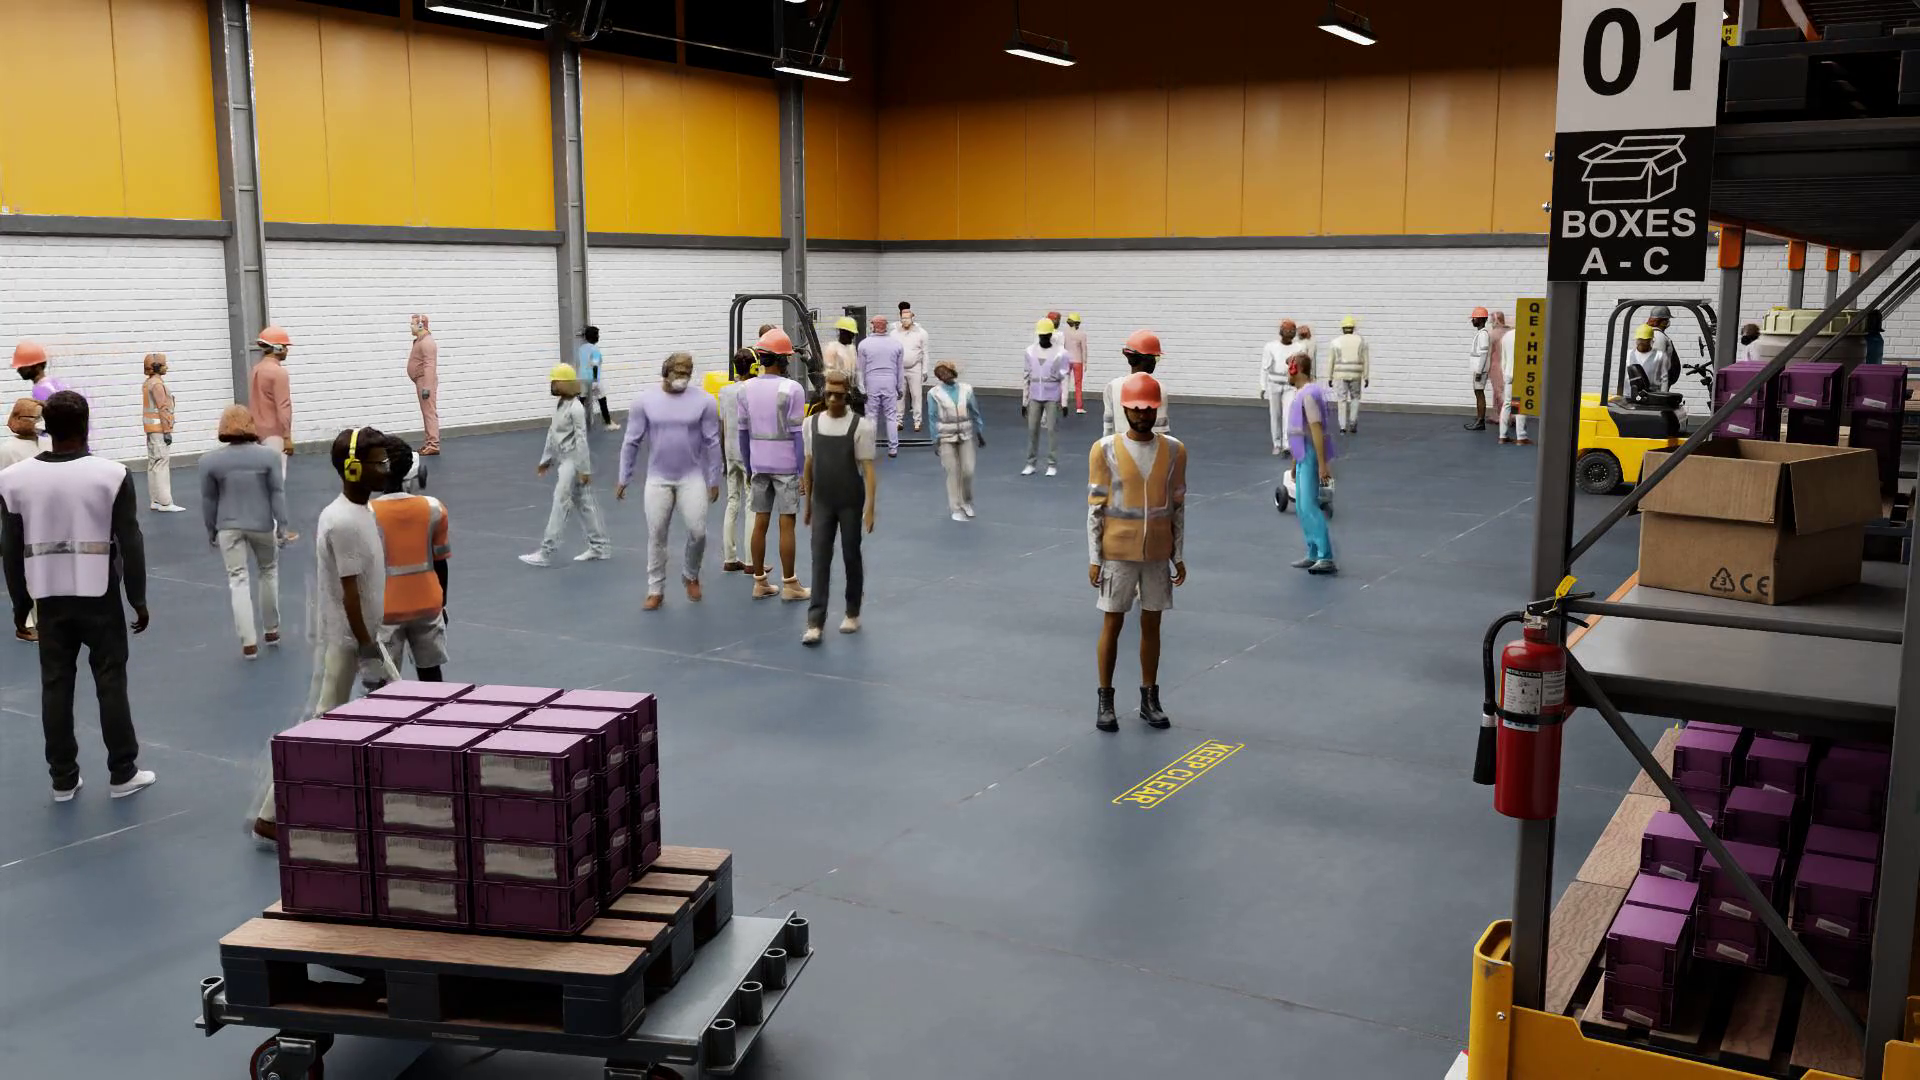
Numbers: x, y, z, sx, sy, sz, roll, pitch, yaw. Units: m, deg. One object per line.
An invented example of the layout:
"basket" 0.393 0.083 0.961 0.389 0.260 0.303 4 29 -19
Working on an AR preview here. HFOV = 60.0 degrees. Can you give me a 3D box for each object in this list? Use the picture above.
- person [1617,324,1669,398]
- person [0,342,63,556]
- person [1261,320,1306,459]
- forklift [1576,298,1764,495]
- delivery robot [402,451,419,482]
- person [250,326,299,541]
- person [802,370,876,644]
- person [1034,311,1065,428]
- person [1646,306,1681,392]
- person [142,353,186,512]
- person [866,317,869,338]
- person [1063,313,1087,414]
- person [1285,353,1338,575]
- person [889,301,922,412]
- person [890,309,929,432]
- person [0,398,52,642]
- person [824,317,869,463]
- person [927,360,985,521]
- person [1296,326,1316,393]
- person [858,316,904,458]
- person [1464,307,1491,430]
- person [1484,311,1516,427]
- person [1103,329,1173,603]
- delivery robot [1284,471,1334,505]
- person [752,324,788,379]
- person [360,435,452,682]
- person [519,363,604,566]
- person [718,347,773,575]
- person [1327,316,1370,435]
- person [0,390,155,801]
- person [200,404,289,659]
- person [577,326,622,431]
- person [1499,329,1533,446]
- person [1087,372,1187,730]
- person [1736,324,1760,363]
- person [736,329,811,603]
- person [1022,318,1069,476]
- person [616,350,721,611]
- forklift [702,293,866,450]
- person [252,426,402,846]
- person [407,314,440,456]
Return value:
"person" 8.492 -1.772 20.739 0.600 1.827 0.403 7 11 36
"person" -7.879 -0.764 14.296 1.041 1.859 0.632 -2 9 -14
"person" 4.316 -2.007 22.204 0.586 1.818 1.032 1 9 9
"forklift" 7.954 -1.589 18.462 2.313 2.155 1.214 5 11 30
"delivery robot" -6.301 -0.858 18.707 0.477 0.478 0.707 -2 9 -10
"person" -6.333 -0.979 15.381 0.473 1.975 0.623 -8 12 -42
"person" -0.823 -0.226 11.149 0.536 1.823 0.717 2 9 11
"person" 1.415 -2.719 26.556 0.599 1.853 0.586 -9 13 -44
"person" 9.596 -2.214 22.839 0.538 2.000 0.683 0 9 3
"person" -8.256 -1.105 17.158 0.310 1.642 0.514 -7 12 -39
"person" -1.593 -2.693 26.447 0.430 1.845 0.619 -7 11 -37
"person" 1.979 -3.090 29.182 0.526 1.762 0.336 3 10 21
"person" 2.883 -0.633 13.709 0.453 1.804 0.658 1 9 4
"person" -0.976 -3.251 29.541 0.615 1.964 0.361 1 9 4
"person" -0.813 -2.633 25.877 0.652 1.906 0.402 2 9 12
"person" -6.211 -0.143 11.176 0.270 1.632 0.504 1 9 7
"person" -1.445 -1.928 21.526 0.720 1.890 0.587 4 10 24
"person" -0.046 -0.985 16.542 0.602 1.618 0.325 -4 10 -23
"person" 5.714 -2.708 27.271 0.321 1.614 0.737 7 12 39
"person" -1.061 -2.037 22.183 0.641 1.900 0.403 -2 9 -14
"person" 8.144 -2.693 26.148 0.357 1.937 0.551 2 9 13
"person" 8.758 -2.756 26.811 0.666 1.861 0.908 -5 10 -29
"person" 1.347 -0.550 12.446 0.375 2.043 0.611 -8 12 -42
"delivery robot" 3.544 -0.568 16.900 0.477 0.478 0.707 -1 9 -6
"person" -2.316 -1.702 20.262 0.619 1.845 0.430 7 12 38
"person" -2.667 0.347 7.920 0.317 1.696 0.540 8 12 42
"person" -3.356 -0.636 14.053 0.678 1.720 0.497 -5 10 -29
"person" -1.756 -0.640 13.600 0.501 1.861 0.327 5 10 29
"person" 5.919 -2.514 25.406 0.627 1.810 0.601 1 9 7
"person" -4.108 0.267 7.745 0.597 1.915 0.371 -2 9 -10
"person" -4.609 -0.072 10.761 0.512 1.604 0.723 -3 10 -18
"person" -5.730 -2.482 25.741 0.906 1.649 0.544 -9 13 -43
"person" 8.022 -2.318 23.862 0.370 1.930 0.623 -6 11 -31
"person" 0.961 0.065 8.937 0.549 1.936 0.376 -2 9 -9
"person" 10.349 -1.915 21.734 0.439 1.803 0.779 3 9 16
"person" -1.372 -0.549 12.442 0.608 2.044 0.371 5 10 28
"person" 1.037 -1.736 20.220 0.623 1.923 0.388 4 10 24
"person" -2.117 -0.429 12.117 0.753 1.908 0.439 -1 9 -6
"forklift" -2.458 -2.344 23.176 2.313 2.155 1.214 0 9 -2
"person" -2.573 0.427 7.073 1.000 1.821 0.552 -1 9 -7
"person" -7.275 -2.099 22.537 0.403 1.911 0.637 -4 10 -21
